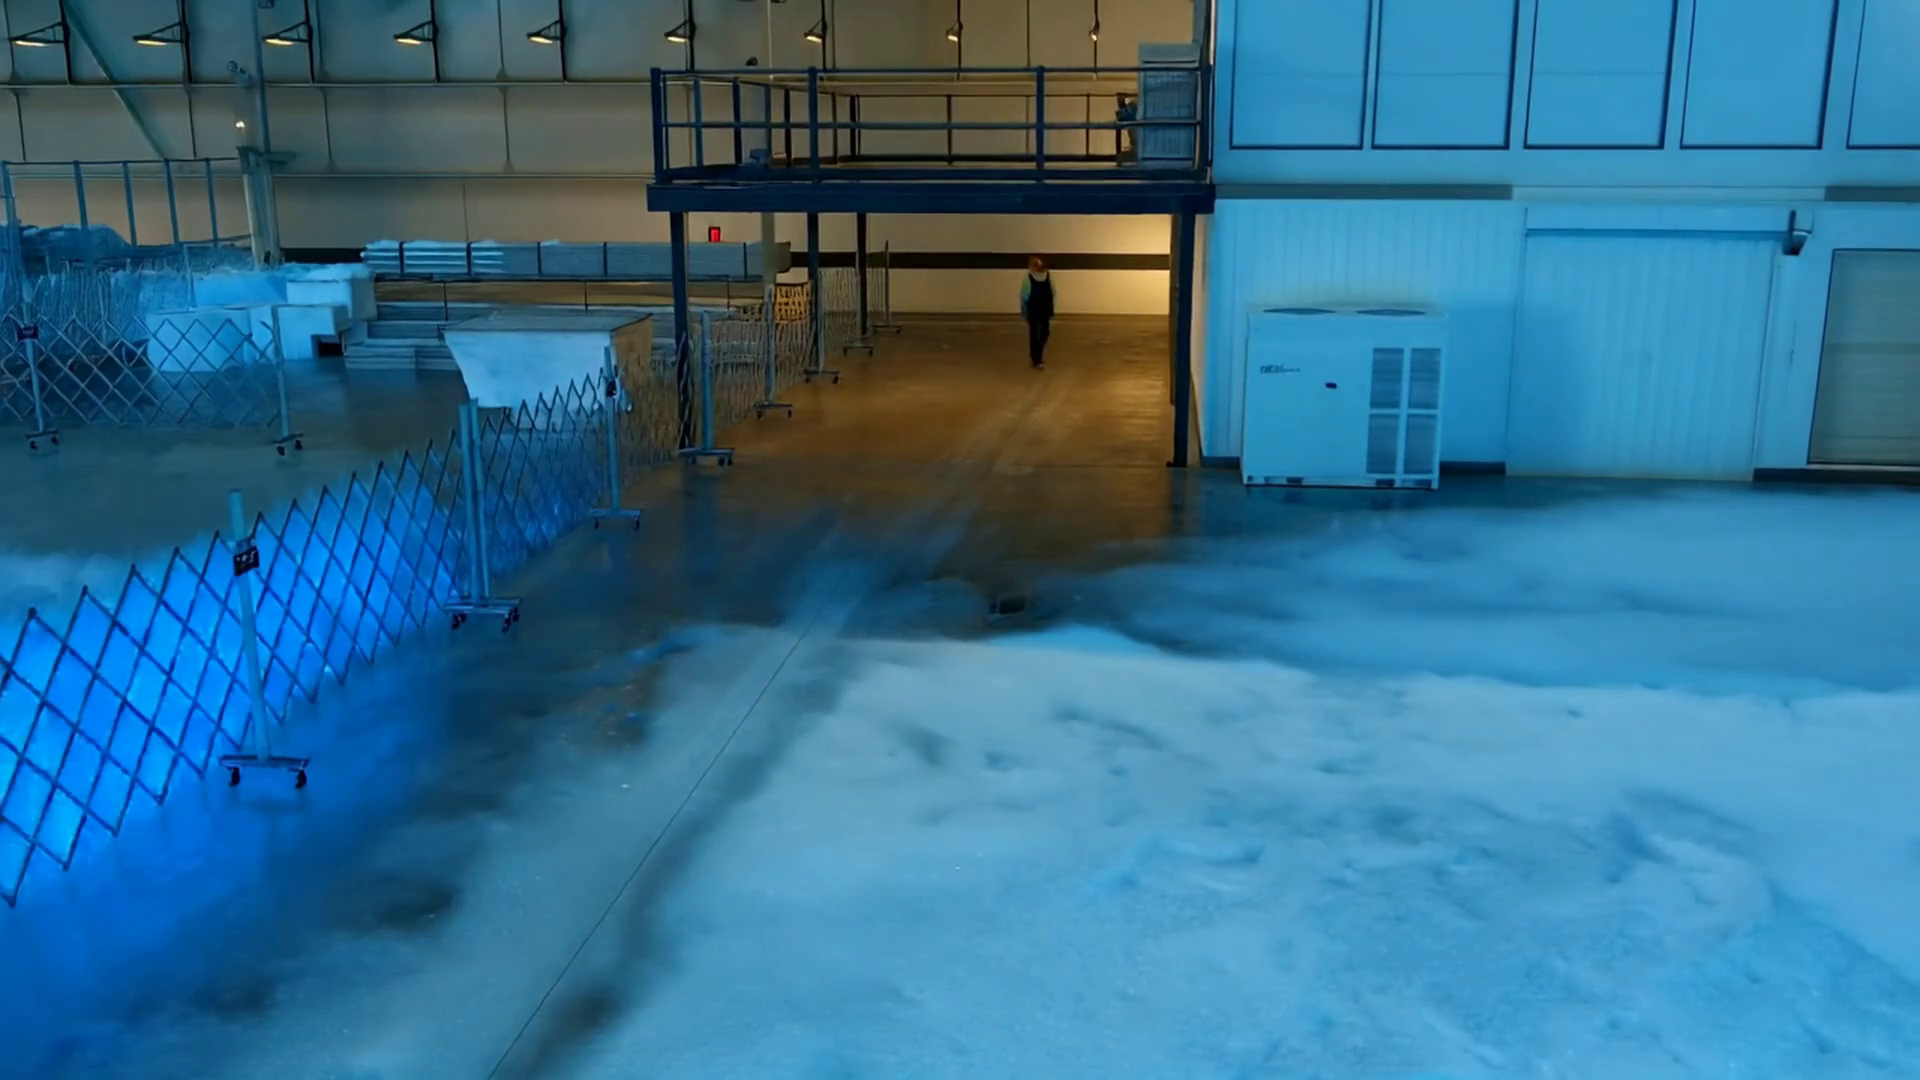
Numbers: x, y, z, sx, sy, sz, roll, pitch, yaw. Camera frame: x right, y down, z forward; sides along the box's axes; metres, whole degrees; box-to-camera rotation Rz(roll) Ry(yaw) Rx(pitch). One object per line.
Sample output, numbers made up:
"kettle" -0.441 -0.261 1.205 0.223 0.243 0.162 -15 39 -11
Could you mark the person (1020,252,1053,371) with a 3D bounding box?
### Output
"person" 1.142 -3.481 25.284 0.570 1.807 0.648 -6 15 -23
